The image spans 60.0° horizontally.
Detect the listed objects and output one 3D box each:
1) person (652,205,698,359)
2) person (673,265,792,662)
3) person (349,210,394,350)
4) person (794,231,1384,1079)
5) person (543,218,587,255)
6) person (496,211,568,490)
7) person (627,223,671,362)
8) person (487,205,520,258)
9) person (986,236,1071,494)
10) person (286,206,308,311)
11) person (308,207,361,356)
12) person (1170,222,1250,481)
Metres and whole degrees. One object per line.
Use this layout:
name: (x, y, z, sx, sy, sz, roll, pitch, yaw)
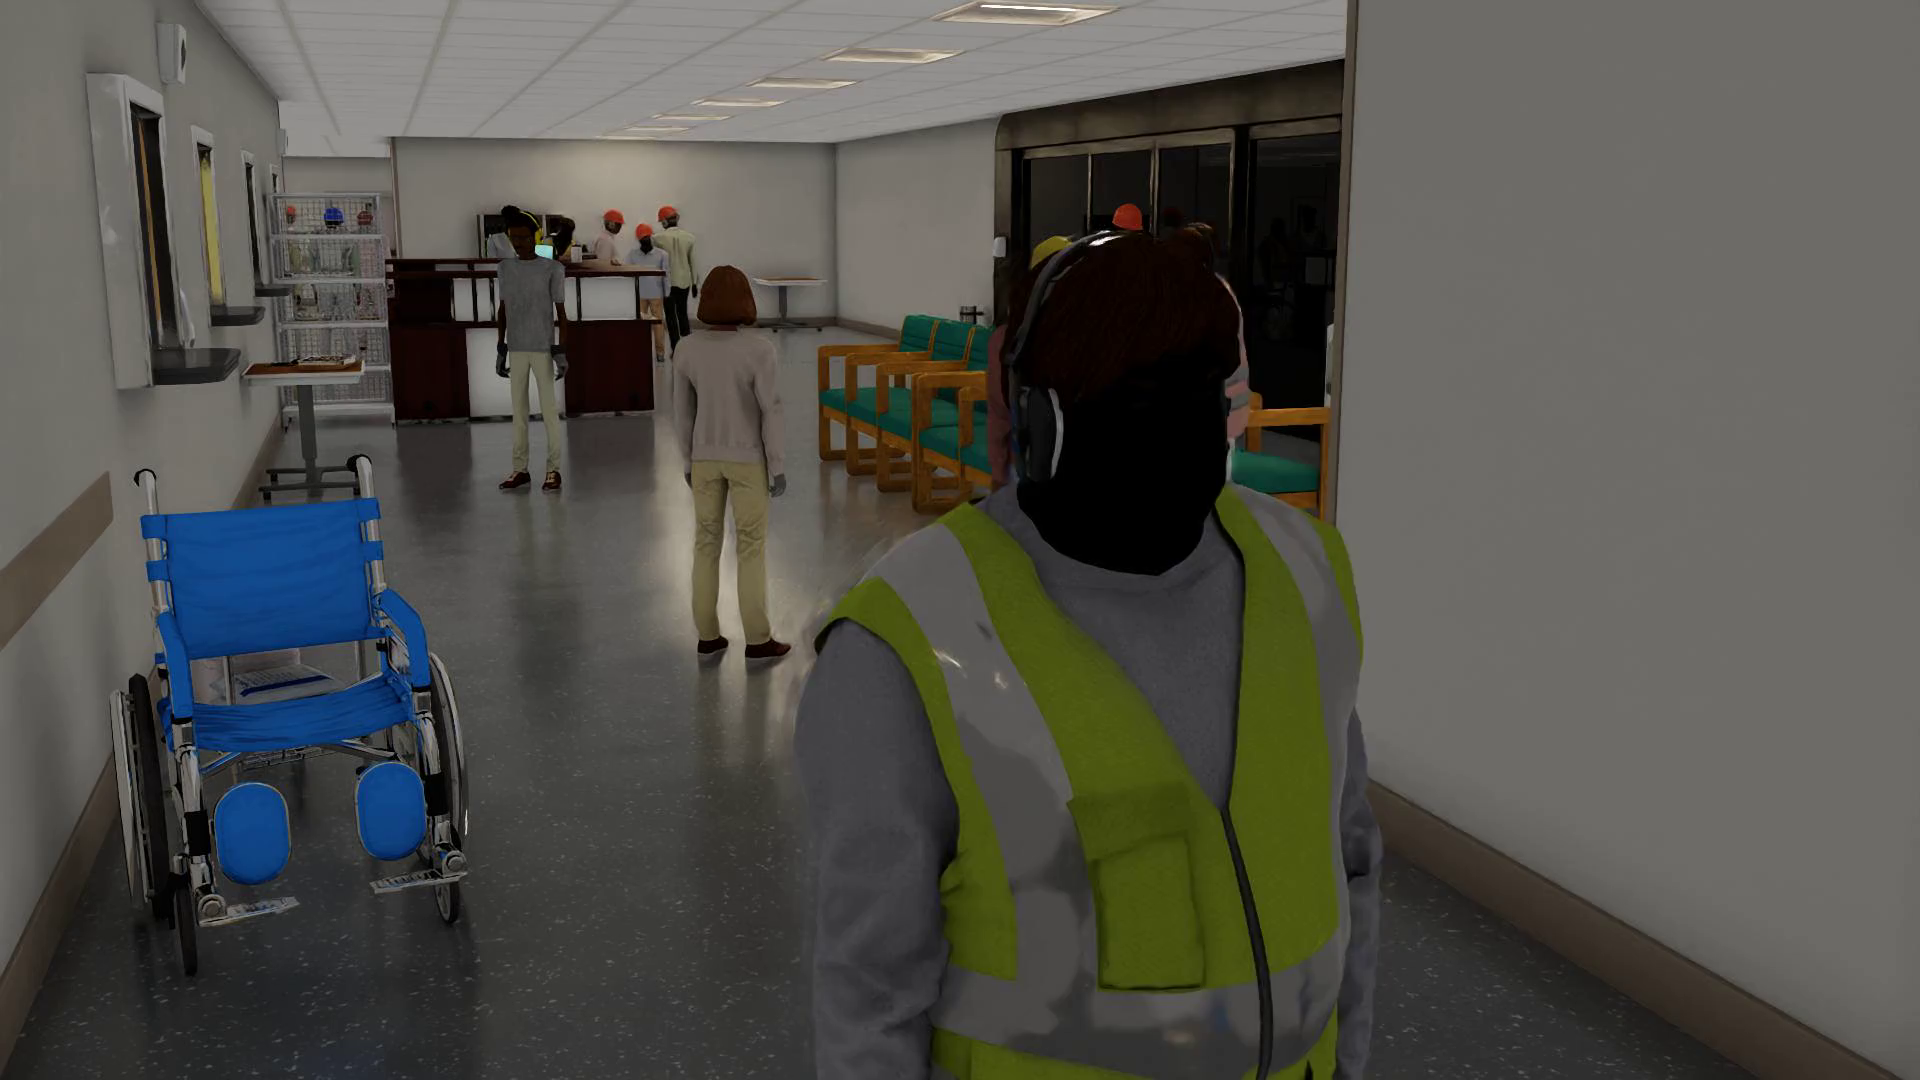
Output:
person: (-3.715, -3.311, 21.423, 0.637, 1.957, 0.661, -6, 13, -30)
person: (-0.941, -0.309, 6.873, 0.500, 1.636, 0.280, 5, 12, 22)
person: (-8.086, -3.545, 22.778, 0.650, 1.906, 0.401, -2, 11, -9)
person: (0.130, 0.596, 1.750, 0.638, 1.821, 0.636, -6, 13, -29)
person: (-4.945, -3.078, 20.639, 0.658, 1.817, 0.455, -2, 11, -9)
person: (-2.879, -1.259, 11.165, 0.518, 1.865, 0.328, 2, 11, 10)
person: (-3.924, -3.100, 20.905, 0.570, 1.752, 0.335, 0, 11, 1)
person: (-5.541, -3.157, 20.635, 0.606, 1.966, 0.367, -7, 13, -31)
person: (0.360, -0.289, 6.465, 0.521, 1.758, 0.349, -2, 11, -11)
person: (-12.874, -5.434, 32.163, 0.640, 2.024, 0.557, 10, 15, 40)
person: (-7.469, -3.002, 19.934, 0.600, 1.939, 0.421, -1, 11, -7)
person: (1.064, -0.480, 7.343, 0.458, 1.808, 0.688, 1, 11, 5)
